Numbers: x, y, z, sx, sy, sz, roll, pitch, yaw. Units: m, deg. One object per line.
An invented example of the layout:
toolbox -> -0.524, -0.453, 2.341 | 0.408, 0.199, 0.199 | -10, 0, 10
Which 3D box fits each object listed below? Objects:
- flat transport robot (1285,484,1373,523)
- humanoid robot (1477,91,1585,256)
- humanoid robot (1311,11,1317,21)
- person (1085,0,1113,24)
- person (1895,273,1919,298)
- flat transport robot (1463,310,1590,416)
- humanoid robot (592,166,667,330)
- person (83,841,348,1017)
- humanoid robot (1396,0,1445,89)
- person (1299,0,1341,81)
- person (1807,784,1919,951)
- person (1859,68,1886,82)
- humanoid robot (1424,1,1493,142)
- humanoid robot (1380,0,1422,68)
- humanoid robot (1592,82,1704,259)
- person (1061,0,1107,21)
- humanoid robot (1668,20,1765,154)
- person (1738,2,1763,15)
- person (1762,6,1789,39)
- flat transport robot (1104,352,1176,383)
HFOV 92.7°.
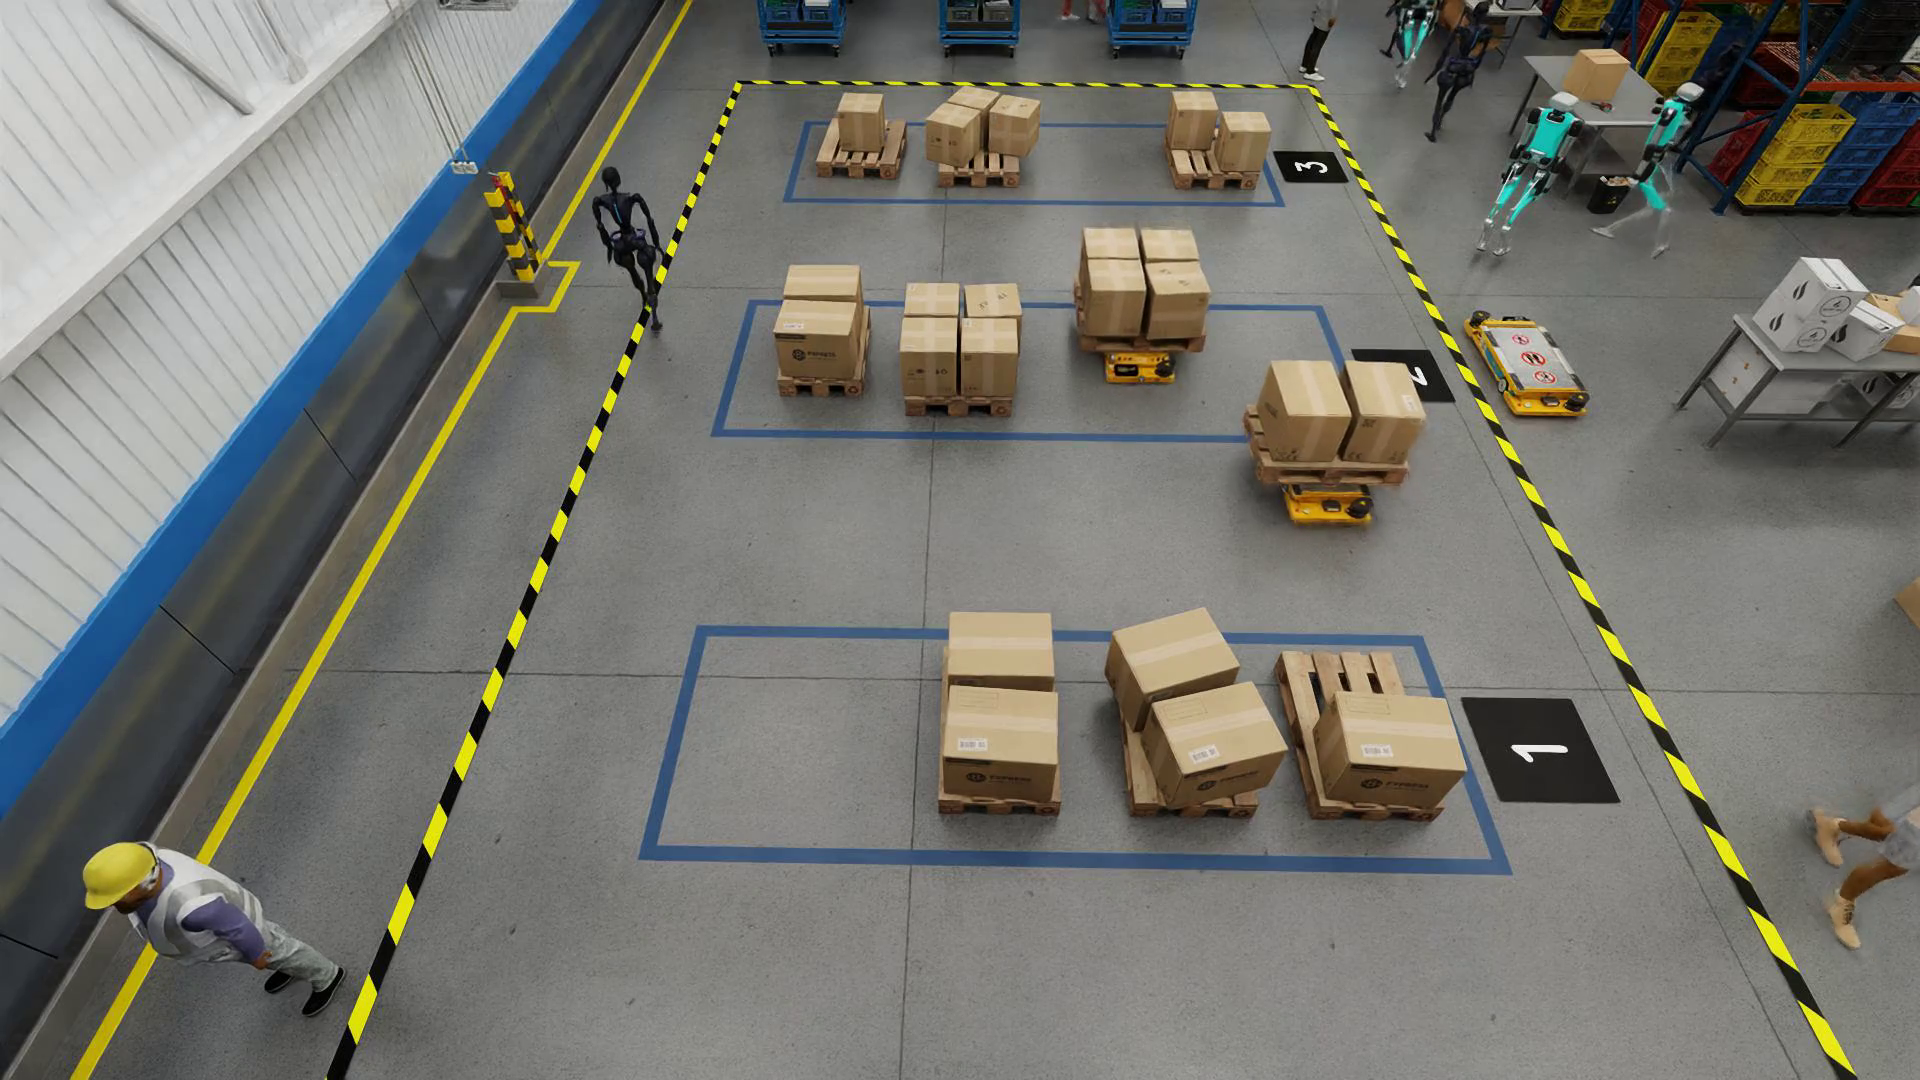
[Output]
flat transport robot -> 3.149, -0.743, 8.158 | 0.652, 0.197, 1.431 | 1, 49, 1
humanoid robot -> 5.981, -3.818, 9.778 | 0.735, 1.677, 0.533 | -37, 58, -27
humanoid robot -> 5.861, -9.125, 14.506 | 0.616, 1.644, 0.428 | -29, 55, -23
person -> 2.307, -9.141, 14.413 | 0.569, 1.832, 0.407 | -11, 50, -10
person -> 10.366, -3.166, 9.241 | 0.338, 1.838, 0.507 | -28, 55, -22
flat transport robot -> 5.573, -1.757, 9.054 | 0.659, 0.231, 1.431 | 1, 49, 1
humanoid robot -> -3.284, -2.917, 9.159 | 0.589, 1.639, 0.769 | -7, 49, -6
person -> -3.835, 2.017, 4.749 | 0.591, 1.837, 0.404 | 21, 52, 17
humanoid robot -> 6.313, -7.138, 12.733 | 0.587, 1.766, 0.820 | 19, 52, 16
person -> 5.268, -7.555, 13.026 | 0.400, 1.851, 0.590 | 2, 49, 2
person -> 5.488, 1.527, 5.060 | 0.612, 2.036, 0.624 | 1, 49, 0
person -> 13.644, -7.540, 12.957 | 0.550, 1.934, 0.370 | -12, 50, -10
humanoid robot -> 6.397, -6.093, 11.878 | 0.600, 1.647, 0.569 | 0, 49, 0
humanoid robot -> 6.648, -7.871, 13.438 | 0.600, 1.652, 0.700 | -23, 53, -19
humanoid robot -> 7.800, -3.962, 10.007 | 0.915, 1.784, 0.542 | 37, 58, 27
person -> 2.135, -9.143, 14.388 | 1.020, 1.865, 0.591 | 5, 49, 5
humanoid robot -> 9.413, -5.695, 11.535 | 0.604, 1.647, 0.480 | -12, 50, -11
person -> 13.139, -9.438, 14.531 | 0.607, 2.043, 0.370 | -29, 55, -23
person -> 12.147, -8.005, 13.435 | 0.498, 1.820, 0.663 | 14, 51, 12
flat transport robot -> 1.780, -2.133, 9.361 | 0.652, 0.197, 1.431 | 1, 49, 1
